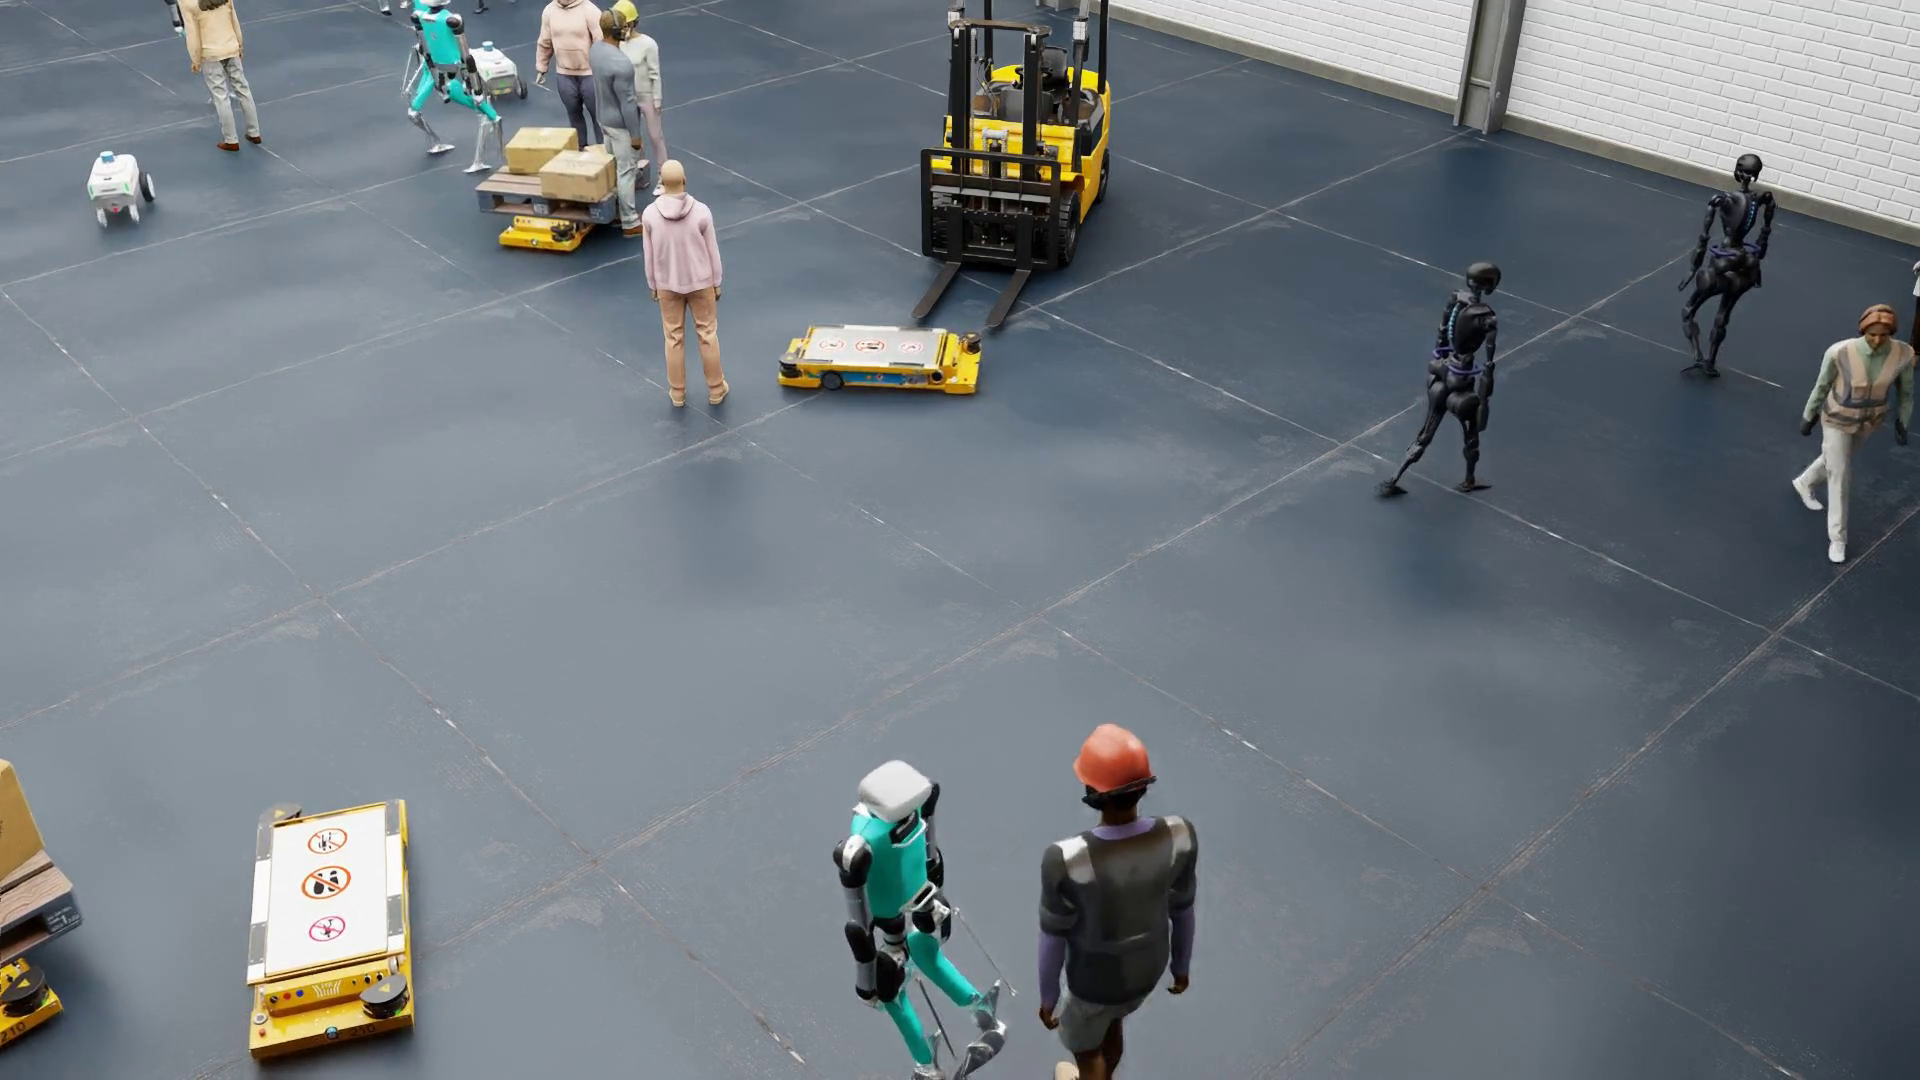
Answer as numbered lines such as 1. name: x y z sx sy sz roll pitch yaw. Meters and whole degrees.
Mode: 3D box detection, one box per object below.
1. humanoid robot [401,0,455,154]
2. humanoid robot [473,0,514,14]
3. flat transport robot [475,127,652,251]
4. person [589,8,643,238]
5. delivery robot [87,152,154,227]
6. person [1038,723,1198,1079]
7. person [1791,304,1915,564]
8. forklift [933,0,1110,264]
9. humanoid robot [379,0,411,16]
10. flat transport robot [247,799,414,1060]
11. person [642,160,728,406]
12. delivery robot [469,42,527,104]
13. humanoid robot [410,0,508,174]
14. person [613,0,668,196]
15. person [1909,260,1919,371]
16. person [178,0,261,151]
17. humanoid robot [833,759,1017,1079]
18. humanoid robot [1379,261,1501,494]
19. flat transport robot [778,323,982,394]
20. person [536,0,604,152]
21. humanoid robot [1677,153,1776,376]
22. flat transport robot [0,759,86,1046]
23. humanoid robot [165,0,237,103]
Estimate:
1. humanoid robot: -5.129 -4.454 15.711 0.666 1.842 0.546 -21 39 -29
2. humanoid robot: -5.738 -7.241 20.043 0.585 1.647 0.693 9 34 14
3. flat transport robot: -3.451 -2.924 14.668 0.659 0.231 1.431 7 34 11
4. person: -2.872 -3.510 14.051 0.370 1.934 0.628 -20 38 -27
5. delivery robot: -7.488 -3.142 14.758 0.499 0.613 0.811 -10 34 -15
6. person: 0.602 1.617 6.110 0.620 2.003 0.818 -12 35 -18
7. person: 5.403 -0.739 10.093 0.566 1.592 0.822 1 33 2
8. forklift: 0.570 -3.725 14.138 1.214 2.155 2.313 9 34 13
9. humanoid robot: -6.845 -7.069 19.735 0.534 1.777 1.003 -3 33 -5
10. flat transport robot: -2.855 1.693 7.571 0.659 0.231 1.431 -9 34 -14
11. person: -1.893 -1.745 11.466 0.519 1.784 0.402 -3 33 -4
12. delivery robot: -4.903 -4.901 17.457 0.499 0.610 0.788 -19 38 -26
13. humanoid robot: -4.508 -4.197 15.291 0.559 1.794 0.798 13 35 19
14. person: -2.896 -3.948 14.878 0.517 1.755 0.353 11 35 16
15. person: 7.124 -2.032 11.985 0.540 1.695 0.316 -10 34 -15
16. person: -7.069 -4.649 15.848 0.402 1.877 0.553 24 40 32
17. humanoid robot: -0.093 1.653 6.331 0.699 1.837 0.551 20 38 28
18. humanoid robot: 3.110 -0.995 10.472 0.779 1.646 0.609 -11 35 -16
19. flat transport robot: -0.575 -1.327 12.213 1.431 0.231 0.659 3 33 4
20. person: -3.530 -4.360 15.423 0.811 1.856 0.436 5 33 8
21. humanoid robot: 5.480 -1.950 11.878 0.613 1.643 0.348 -6 34 -9
22. flat transport robot: -4.627 1.841 7.344 1.431 0.231 0.659 26 41 34
23. humanoid robot: -7.747 -5.355 17.034 0.700 1.760 0.537 12 35 18
